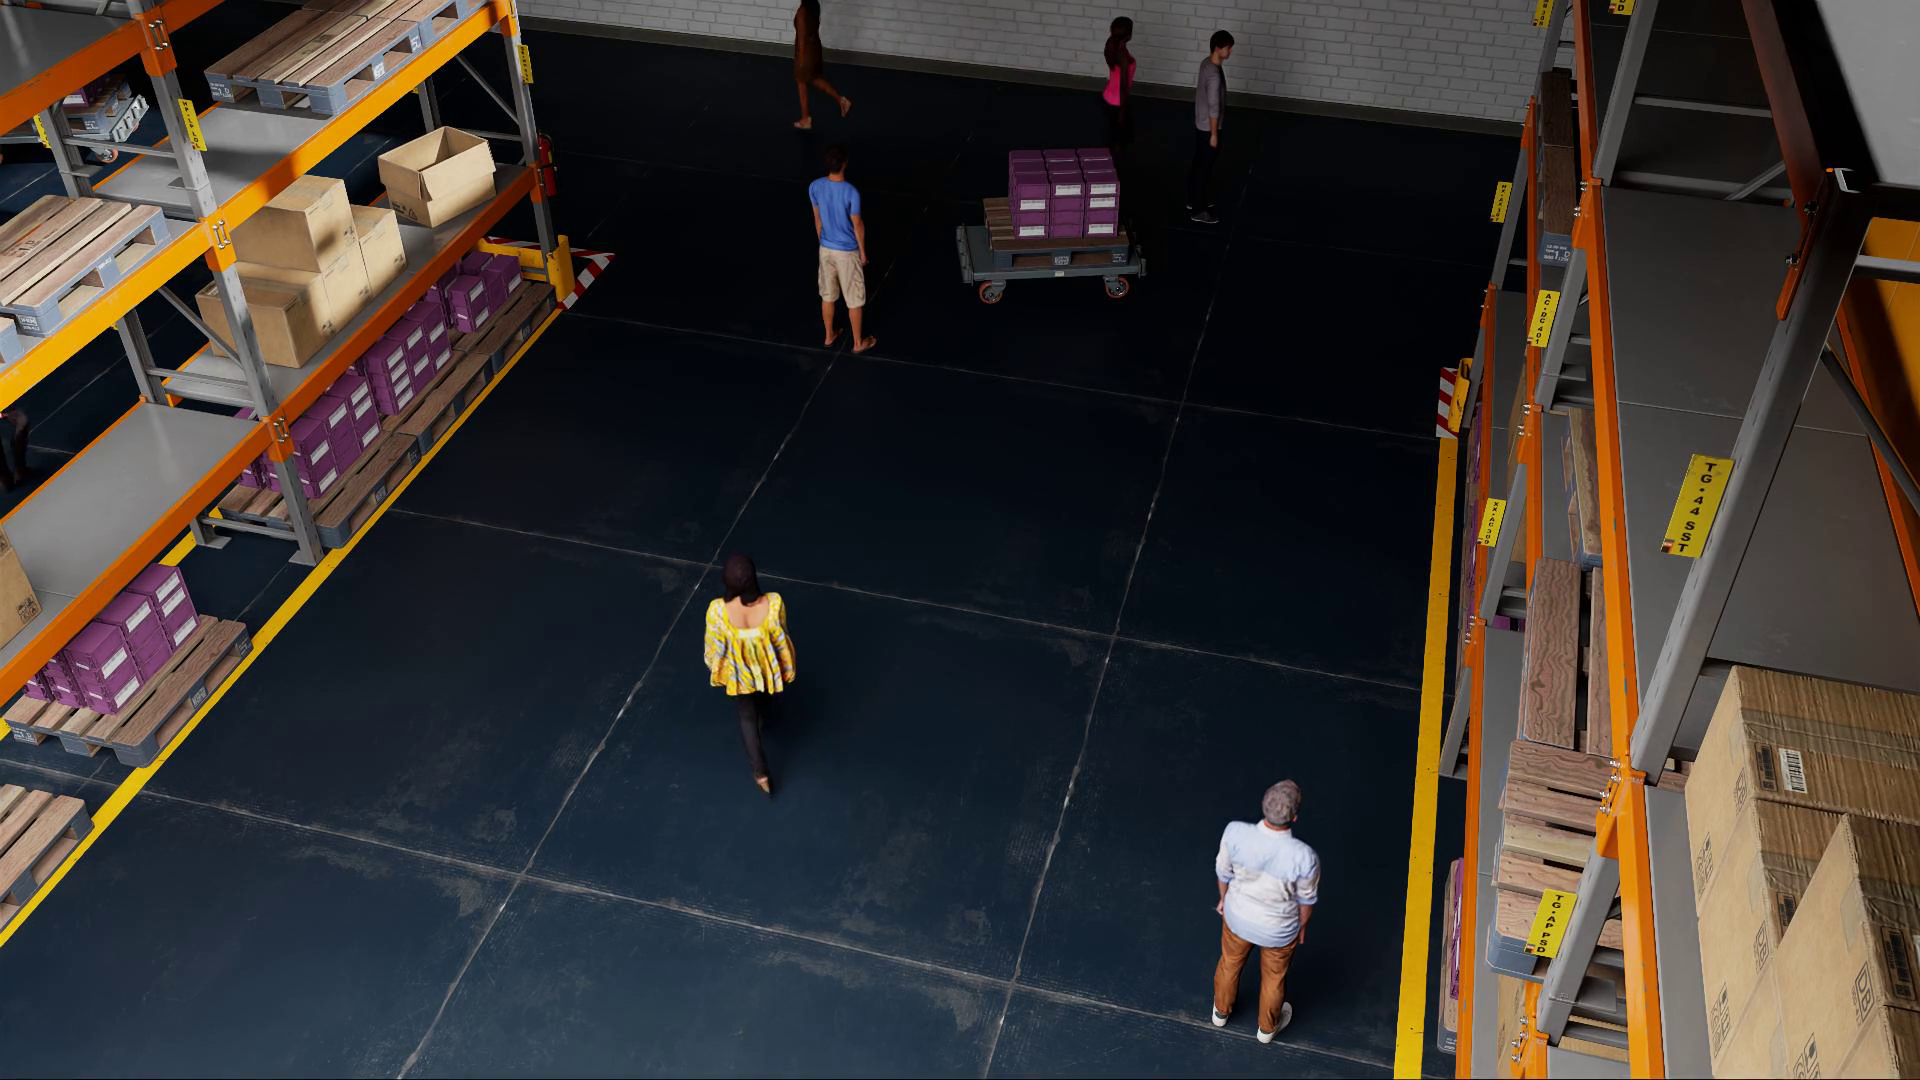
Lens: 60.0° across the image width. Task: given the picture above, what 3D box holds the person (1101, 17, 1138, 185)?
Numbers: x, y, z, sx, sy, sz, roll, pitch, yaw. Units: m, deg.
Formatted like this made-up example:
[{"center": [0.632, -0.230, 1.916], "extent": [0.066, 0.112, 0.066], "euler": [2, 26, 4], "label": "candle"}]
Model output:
[{"center": [1.453, -4.269, 16.351], "extent": [0.814, 1.706, 0.764], "euler": [-8, 39, -9], "label": "person"}]

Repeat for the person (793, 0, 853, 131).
[{"center": [-1.508, -5.057, 17.363], "extent": [0.608, 1.675, 0.804], "euler": [9, 40, 11], "label": "person"}]

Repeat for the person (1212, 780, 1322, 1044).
[{"center": [1.554, 1.908, 8.519], "extent": [0.726, 1.828, 0.645], "euler": [17, 42, 21], "label": "person"}]

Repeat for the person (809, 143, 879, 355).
[{"center": [-1.002, -2.438, 13.933], "extent": [0.695, 1.863, 0.633], "euler": [17, 42, 20], "label": "person"}]

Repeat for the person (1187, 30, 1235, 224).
[{"center": [2.362, -3.960, 15.857], "extent": [0.767, 1.841, 0.568], "euler": [0, 39, 0], "label": "person"}]

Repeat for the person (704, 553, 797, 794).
[{"center": [-1.256, 0.824, 10.049], "extent": [1.020, 1.614, 1.176], "euler": [-10, 40, -12], "label": "person"}]
